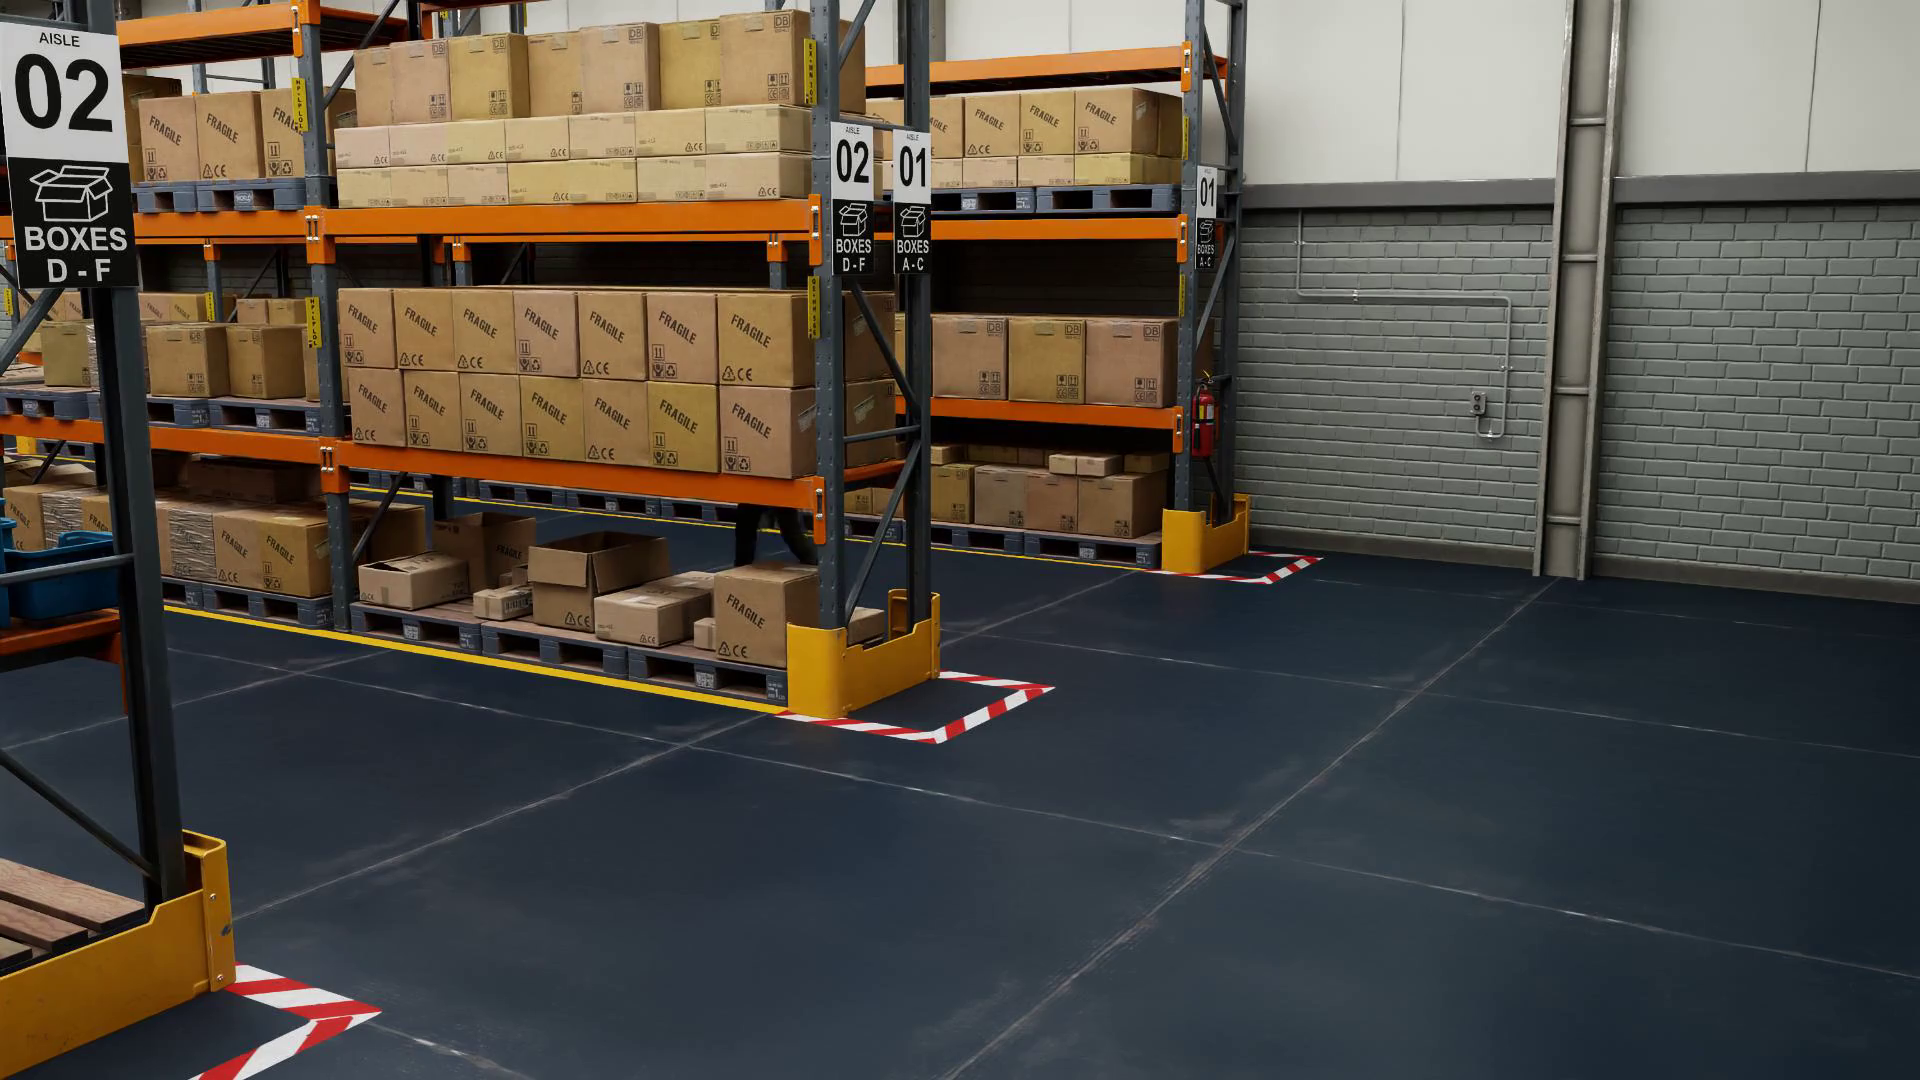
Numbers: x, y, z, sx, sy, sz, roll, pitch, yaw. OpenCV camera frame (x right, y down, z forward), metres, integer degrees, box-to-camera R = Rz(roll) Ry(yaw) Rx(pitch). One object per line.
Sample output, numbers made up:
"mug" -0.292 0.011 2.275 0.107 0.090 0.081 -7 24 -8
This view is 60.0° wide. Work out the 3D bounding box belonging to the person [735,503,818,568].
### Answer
"person" -1.287 -0.426 11.697 0.961 1.959 0.613 8 13 40
